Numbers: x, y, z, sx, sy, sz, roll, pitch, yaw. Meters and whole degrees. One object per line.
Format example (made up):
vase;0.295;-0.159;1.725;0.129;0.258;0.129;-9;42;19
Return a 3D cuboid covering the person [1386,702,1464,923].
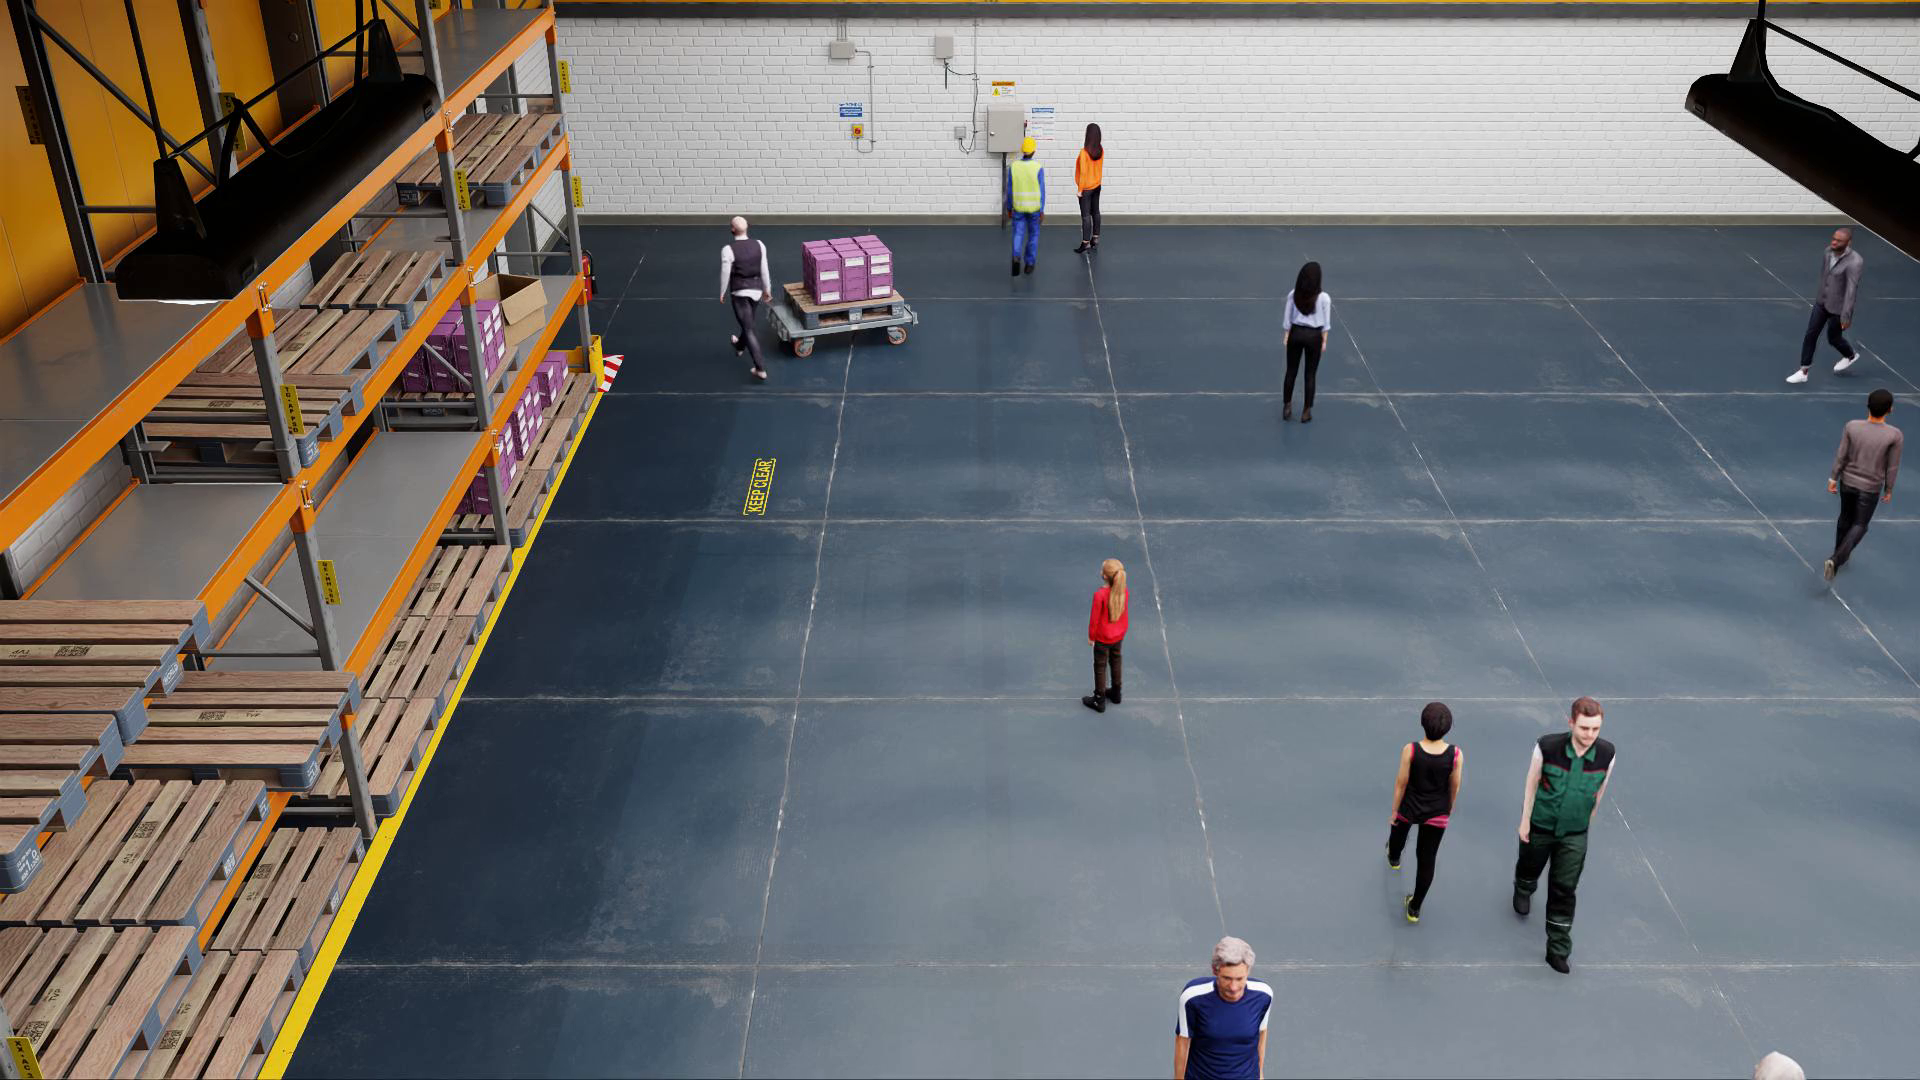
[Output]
person;2.960;1.764;10.617;0.678;1.520;0.994;5;29;9

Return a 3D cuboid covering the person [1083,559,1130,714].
person;1.145;0.718;12.783;0.577;1.282;0.623;-19;34;-31

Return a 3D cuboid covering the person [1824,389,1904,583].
person;7.790;-0.444;14.425;1.039;1.750;1.111;15;32;25

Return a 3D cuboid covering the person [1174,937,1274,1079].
person;1.327;2.735;8.507;0.654;1.836;0.565;-4;29;-6

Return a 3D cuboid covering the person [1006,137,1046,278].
person;0.840;-4.229;21.312;0.792;1.799;1.061;6;29;10

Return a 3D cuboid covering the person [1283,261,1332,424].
person;3.605;-2.075;17.418;0.726;1.746;0.692;10;30;18

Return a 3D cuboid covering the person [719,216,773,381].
person;-2.327;-2.639;18.428;1.164;1.769;1.325;-19;34;-30

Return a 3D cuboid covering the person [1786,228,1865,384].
person;9.681;-2.574;18.316;1.083;1.762;1.216;-11;30;-19

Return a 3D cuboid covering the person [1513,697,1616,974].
person;3.710;1.724;10.409;0.807;1.790;1.197;5;29;10

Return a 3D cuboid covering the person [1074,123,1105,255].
person;1.743;-4.717;22.260;0.768;1.749;0.689;22;35;34
